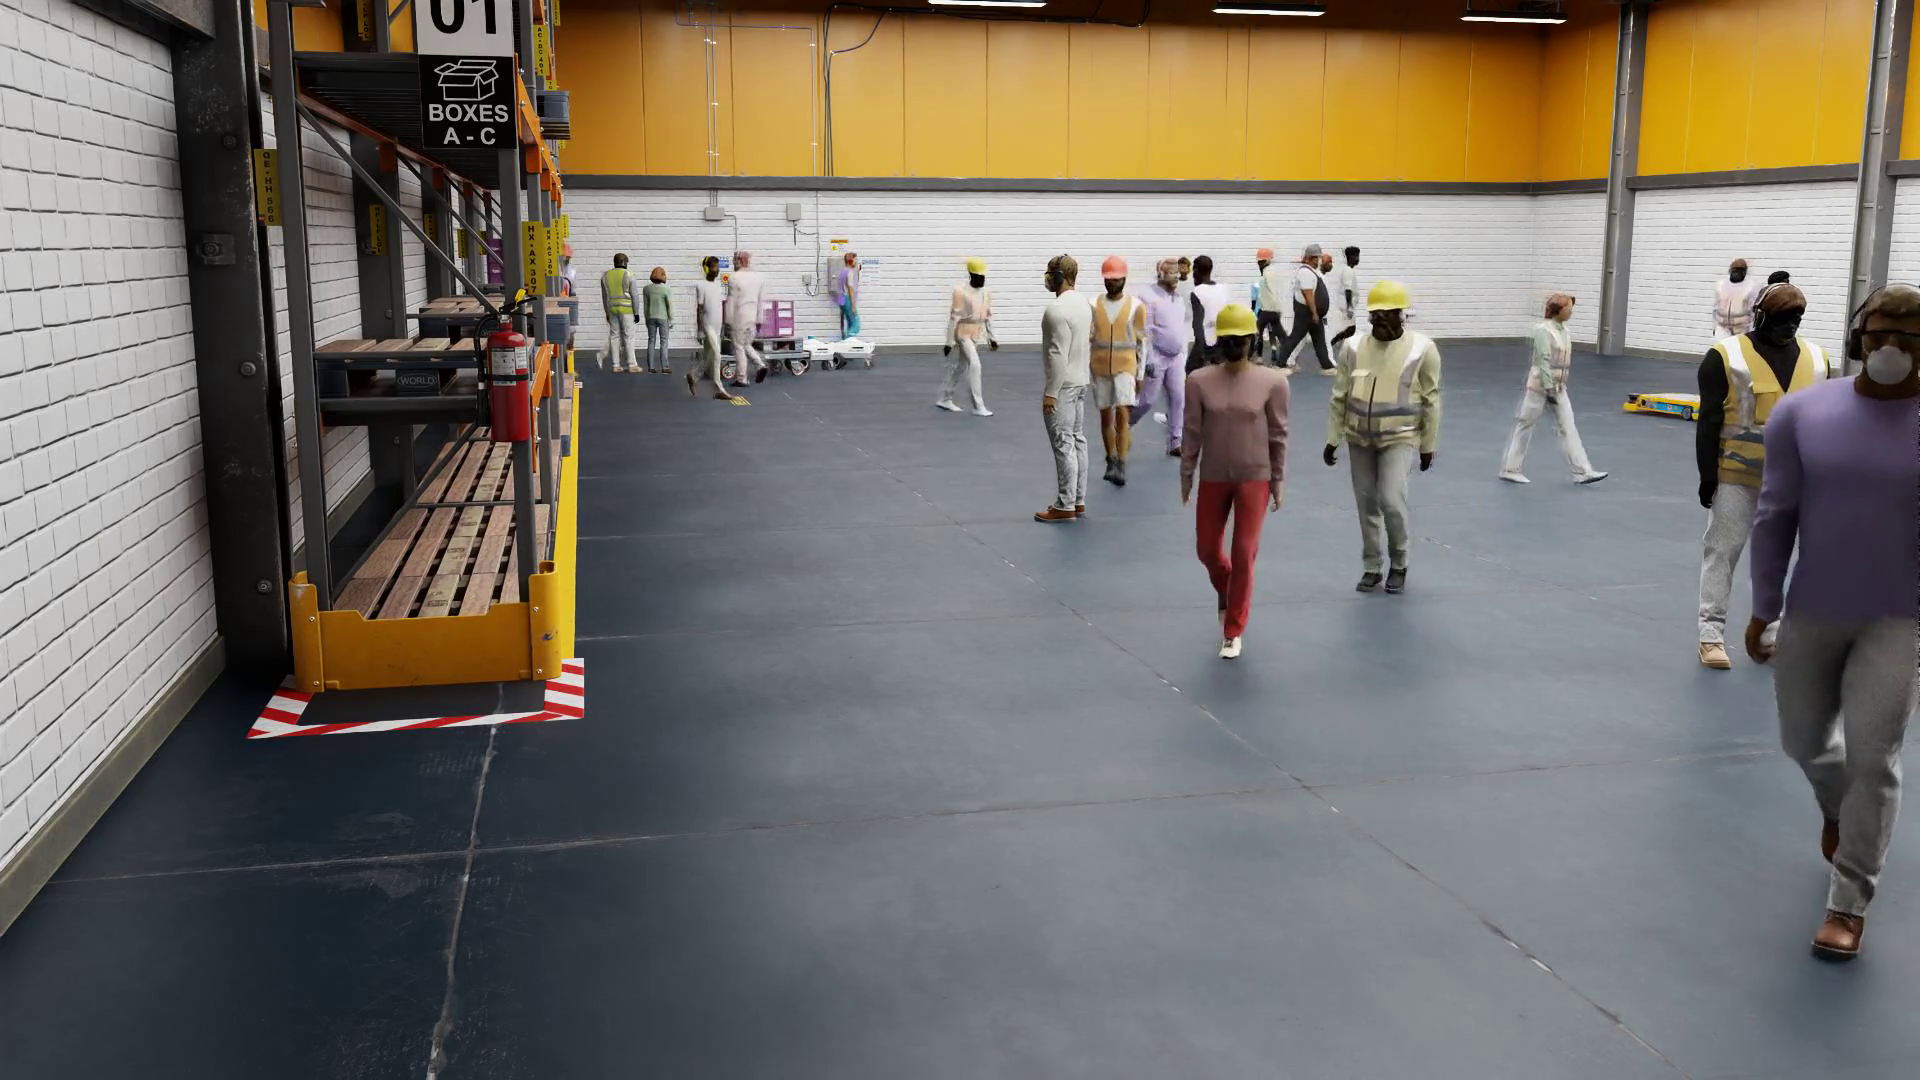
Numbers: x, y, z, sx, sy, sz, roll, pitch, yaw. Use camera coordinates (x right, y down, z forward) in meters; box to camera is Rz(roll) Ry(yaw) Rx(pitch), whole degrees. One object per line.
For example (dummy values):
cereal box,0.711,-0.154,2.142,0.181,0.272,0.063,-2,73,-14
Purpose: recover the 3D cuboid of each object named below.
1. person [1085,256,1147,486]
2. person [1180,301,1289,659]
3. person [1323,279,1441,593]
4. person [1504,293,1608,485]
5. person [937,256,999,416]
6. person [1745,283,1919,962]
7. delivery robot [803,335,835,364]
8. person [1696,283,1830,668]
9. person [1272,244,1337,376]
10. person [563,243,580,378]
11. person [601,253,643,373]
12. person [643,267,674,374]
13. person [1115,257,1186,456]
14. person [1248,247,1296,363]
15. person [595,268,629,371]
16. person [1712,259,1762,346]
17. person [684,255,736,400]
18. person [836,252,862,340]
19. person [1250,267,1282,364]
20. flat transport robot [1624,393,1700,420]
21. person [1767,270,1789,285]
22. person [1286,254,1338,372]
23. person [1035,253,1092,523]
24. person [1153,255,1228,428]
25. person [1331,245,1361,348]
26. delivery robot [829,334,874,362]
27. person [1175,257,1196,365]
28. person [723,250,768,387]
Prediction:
person,1.258,-1.397,13.835,0.548,1.891,0.947,2,10,13
person,1.371,-0.317,8.285,0.527,1.747,0.616,4,11,20
person,2.425,-0.587,9.584,0.596,1.812,0.434,8,13,36
person,4.932,-1.231,13.767,0.533,1.595,0.861,-9,13,-40
person,0.038,-2.390,19.498,0.925,1.859,0.617,7,12,33
person,2.680,0.205,4.899,0.624,1.921,0.771,9,13,40
delivery robot,-2.308,-2.943,25.869,0.707,0.478,0.477,-5,11,-25
person,3.822,-0.298,7.927,0.623,1.839,0.429,0,10,-2
person,5.213,-3.481,24.992,1.030,2.000,0.687,4,11,21
person,-5.970,-3.386,24.619,0.632,1.998,0.740,-8,13,-39
person,-5.206,-3.498,25.661,0.622,1.838,0.429,4,11,20
person,-4.602,-3.348,25.406,0.502,1.627,0.270,3,11,16
person,1.855,-1.724,15.722,0.639,1.879,0.796,-8,13,-37
person,4.890,-3.687,26.493,1.074,1.920,0.643,3,11,16
person,-5.325,-3.423,25.837,0.661,1.612,0.519,-3,11,-15
person,10.077,-2.759,21.691,0.641,1.780,1.005,9,14,41
person,-3.239,-2.723,21.341,0.771,1.850,0.518,5,11,27
person,-1.868,-4.013,28.512,0.487,1.834,0.620,-3,11,-14
person,5.020,-3.711,27.238,0.536,1.680,0.515,0,10,0
flat transport robot,8.421,-1.548,19.187,0.652,0.197,1.431,-3,11,-18
person,9.137,-2.170,18.685,0.318,1.697,0.535,8,13,37
person,5.479,-3.491,25.654,0.970,1.837,0.561,4,11,20
person,0.751,-1.092,12.039,0.356,1.938,0.638,4,11,22
person,2.568,-2.075,17.692,0.614,1.867,1.002,-10,14,-44
person,6.312,-3.843,27.242,0.637,1.953,0.618,2,11,13
delivery robot,-1.714,-3.022,26.310,0.707,0.478,0.477,1,10,5
person,3.068,-2.999,22.999,0.495,1.803,1.039,4,11,23
person,-3.007,-3.057,23.058,0.479,1.891,0.649,6,12,30
